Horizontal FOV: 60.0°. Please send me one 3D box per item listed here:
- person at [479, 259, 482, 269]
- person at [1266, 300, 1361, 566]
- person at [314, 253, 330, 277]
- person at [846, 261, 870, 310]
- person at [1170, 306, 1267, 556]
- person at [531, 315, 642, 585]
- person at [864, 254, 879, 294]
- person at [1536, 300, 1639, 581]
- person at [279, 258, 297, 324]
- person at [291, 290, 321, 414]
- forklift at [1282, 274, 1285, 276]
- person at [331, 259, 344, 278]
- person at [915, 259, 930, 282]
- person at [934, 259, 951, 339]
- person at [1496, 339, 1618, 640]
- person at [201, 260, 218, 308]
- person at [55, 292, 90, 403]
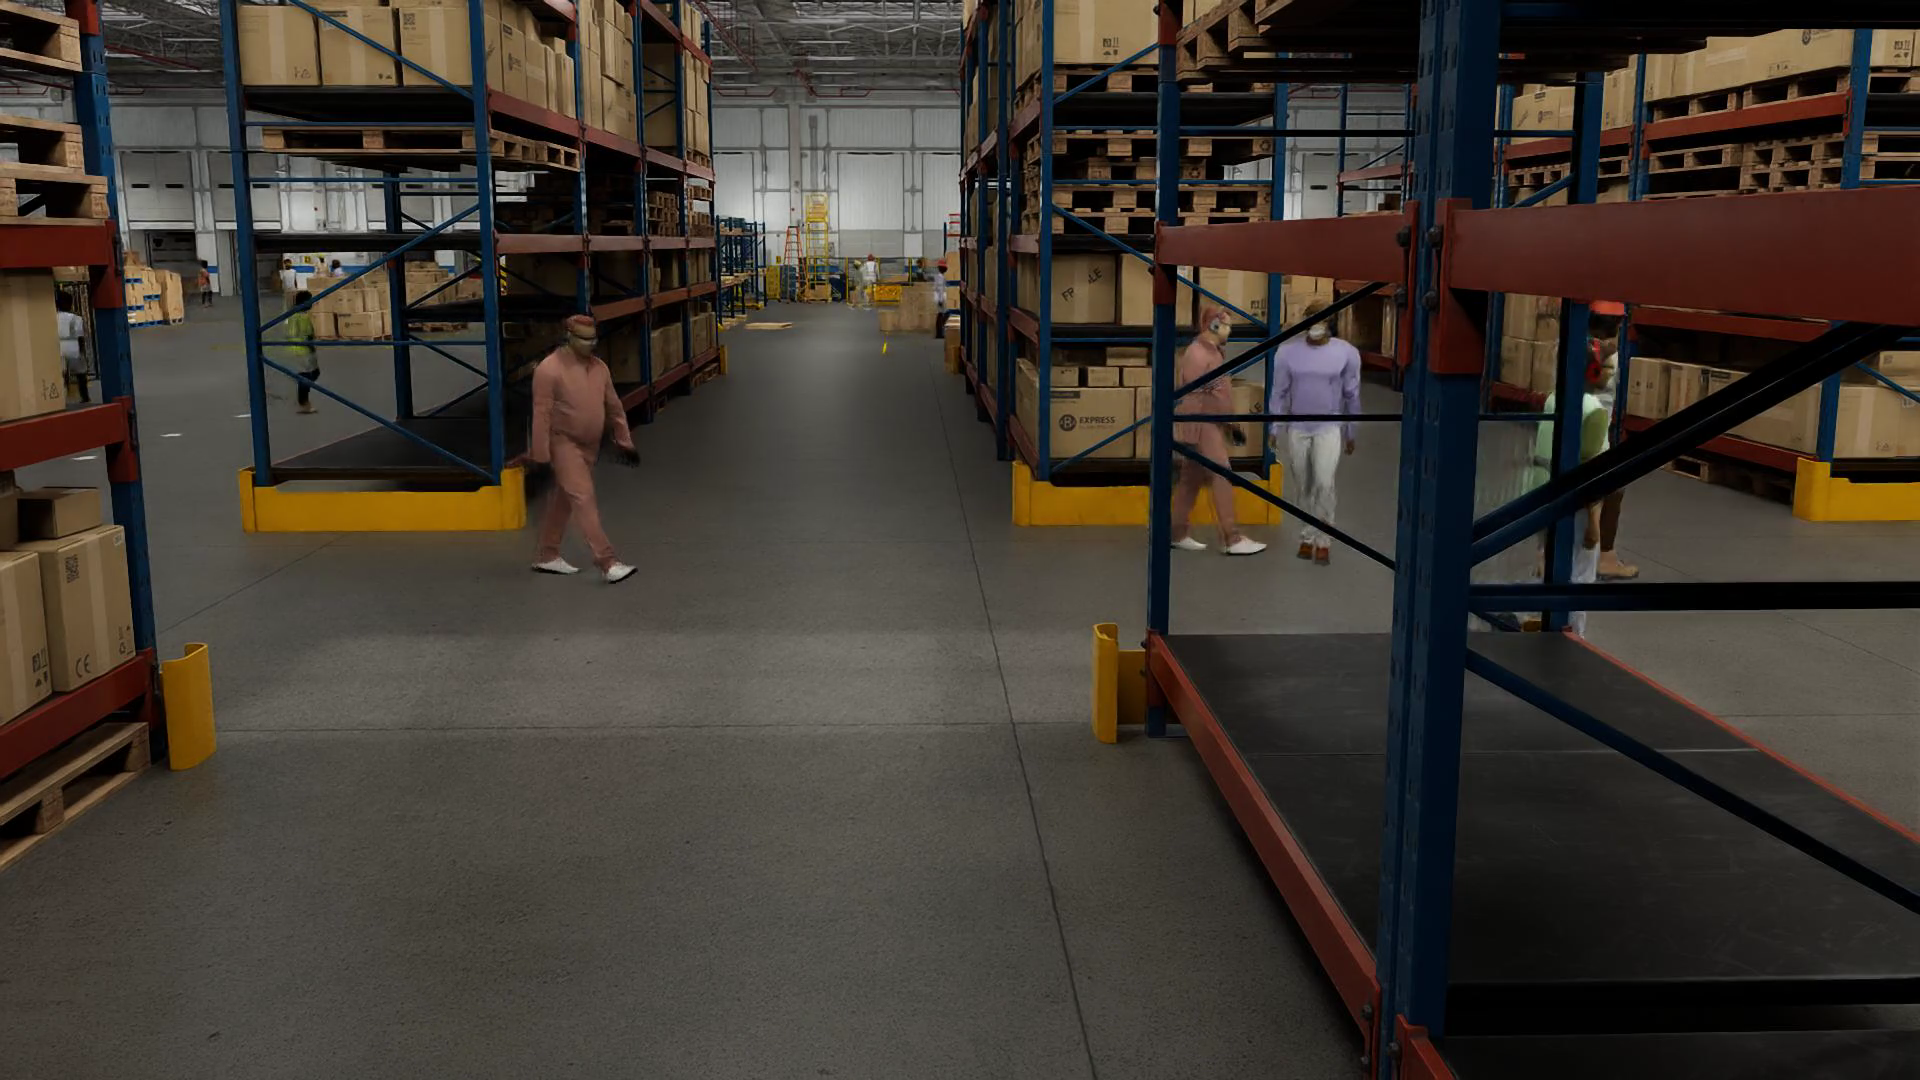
[{"bbox_3d":[-18.535,-10.073,64.385,0.582,1.745,0.546,-1,10,-5],"label":"person"},{"bbox_3d":[2.553,-0.774,12.099,0.642,1.911,0.752,4,11,21],"label":"person"},{"bbox_3d":[-25.334,-10.456,66.065,0.597,1.904,0.684,-7,12,-33],"label":"person"},{"bbox_3d":[-3.499,-8.774,57.305,0.924,1.684,0.480,-4,11,-22],"label":"person"},{"bbox_3d":[1.971,-0.812,12.495,0.888,1.864,0.639,3,11,15],"label":"person"},{"bbox_3d":[-2.591,-0.621,11.461,1.010,1.838,0.665,5,11,26],"label":"person"},{"bbox_3d":[-3.446,-10.161,64.577,0.597,1.858,0.890,0,10,2],"label":"person"},{"bbox_3d":[4.412,-0.712,11.491,0.829,2.013,0.618,-2,10,-13],"label":"person"},{"bbox_3d":[-19.157,-7.101,47.515,0.516,1.864,0.325,-9,14,-42],"label":"person"},{"bbox_3d":[-8.936,-2.566,22.732,0.392,1.683,0.549,-6,12,-28],"label":"person"},{"bbox_3d":[12.240,-10.302,62.509,1.129,2.768,1.873,0,10,-2],"label":"forklift"},{"bbox_3d":[-18.918,-7.659,50.734,0.675,1.819,0.636,-4,11,-20],"label":"person"},{"bbox_3d":[-1.176,-8.302,54.465,0.536,1.788,0.922,10,14,44],"label":"person"},{"bbox_3d":[-0.412,-5.815,40.180,0.454,1.921,0.580,-1,10,-6],"label":"person"},{"bbox_3d":[3.280,-0.177,9.034,0.516,1.827,0.597,-1,10,-6],"label":"person"},{"bbox_3d":[-26.811,-9.136,59.348,0.672,1.671,0.549,-5,11,-27],"label":"person"},{"bbox_3d":[-12.278,-2.567,22.839,0.541,1.657,0.857,0,10,-1],"label":"person"}]
